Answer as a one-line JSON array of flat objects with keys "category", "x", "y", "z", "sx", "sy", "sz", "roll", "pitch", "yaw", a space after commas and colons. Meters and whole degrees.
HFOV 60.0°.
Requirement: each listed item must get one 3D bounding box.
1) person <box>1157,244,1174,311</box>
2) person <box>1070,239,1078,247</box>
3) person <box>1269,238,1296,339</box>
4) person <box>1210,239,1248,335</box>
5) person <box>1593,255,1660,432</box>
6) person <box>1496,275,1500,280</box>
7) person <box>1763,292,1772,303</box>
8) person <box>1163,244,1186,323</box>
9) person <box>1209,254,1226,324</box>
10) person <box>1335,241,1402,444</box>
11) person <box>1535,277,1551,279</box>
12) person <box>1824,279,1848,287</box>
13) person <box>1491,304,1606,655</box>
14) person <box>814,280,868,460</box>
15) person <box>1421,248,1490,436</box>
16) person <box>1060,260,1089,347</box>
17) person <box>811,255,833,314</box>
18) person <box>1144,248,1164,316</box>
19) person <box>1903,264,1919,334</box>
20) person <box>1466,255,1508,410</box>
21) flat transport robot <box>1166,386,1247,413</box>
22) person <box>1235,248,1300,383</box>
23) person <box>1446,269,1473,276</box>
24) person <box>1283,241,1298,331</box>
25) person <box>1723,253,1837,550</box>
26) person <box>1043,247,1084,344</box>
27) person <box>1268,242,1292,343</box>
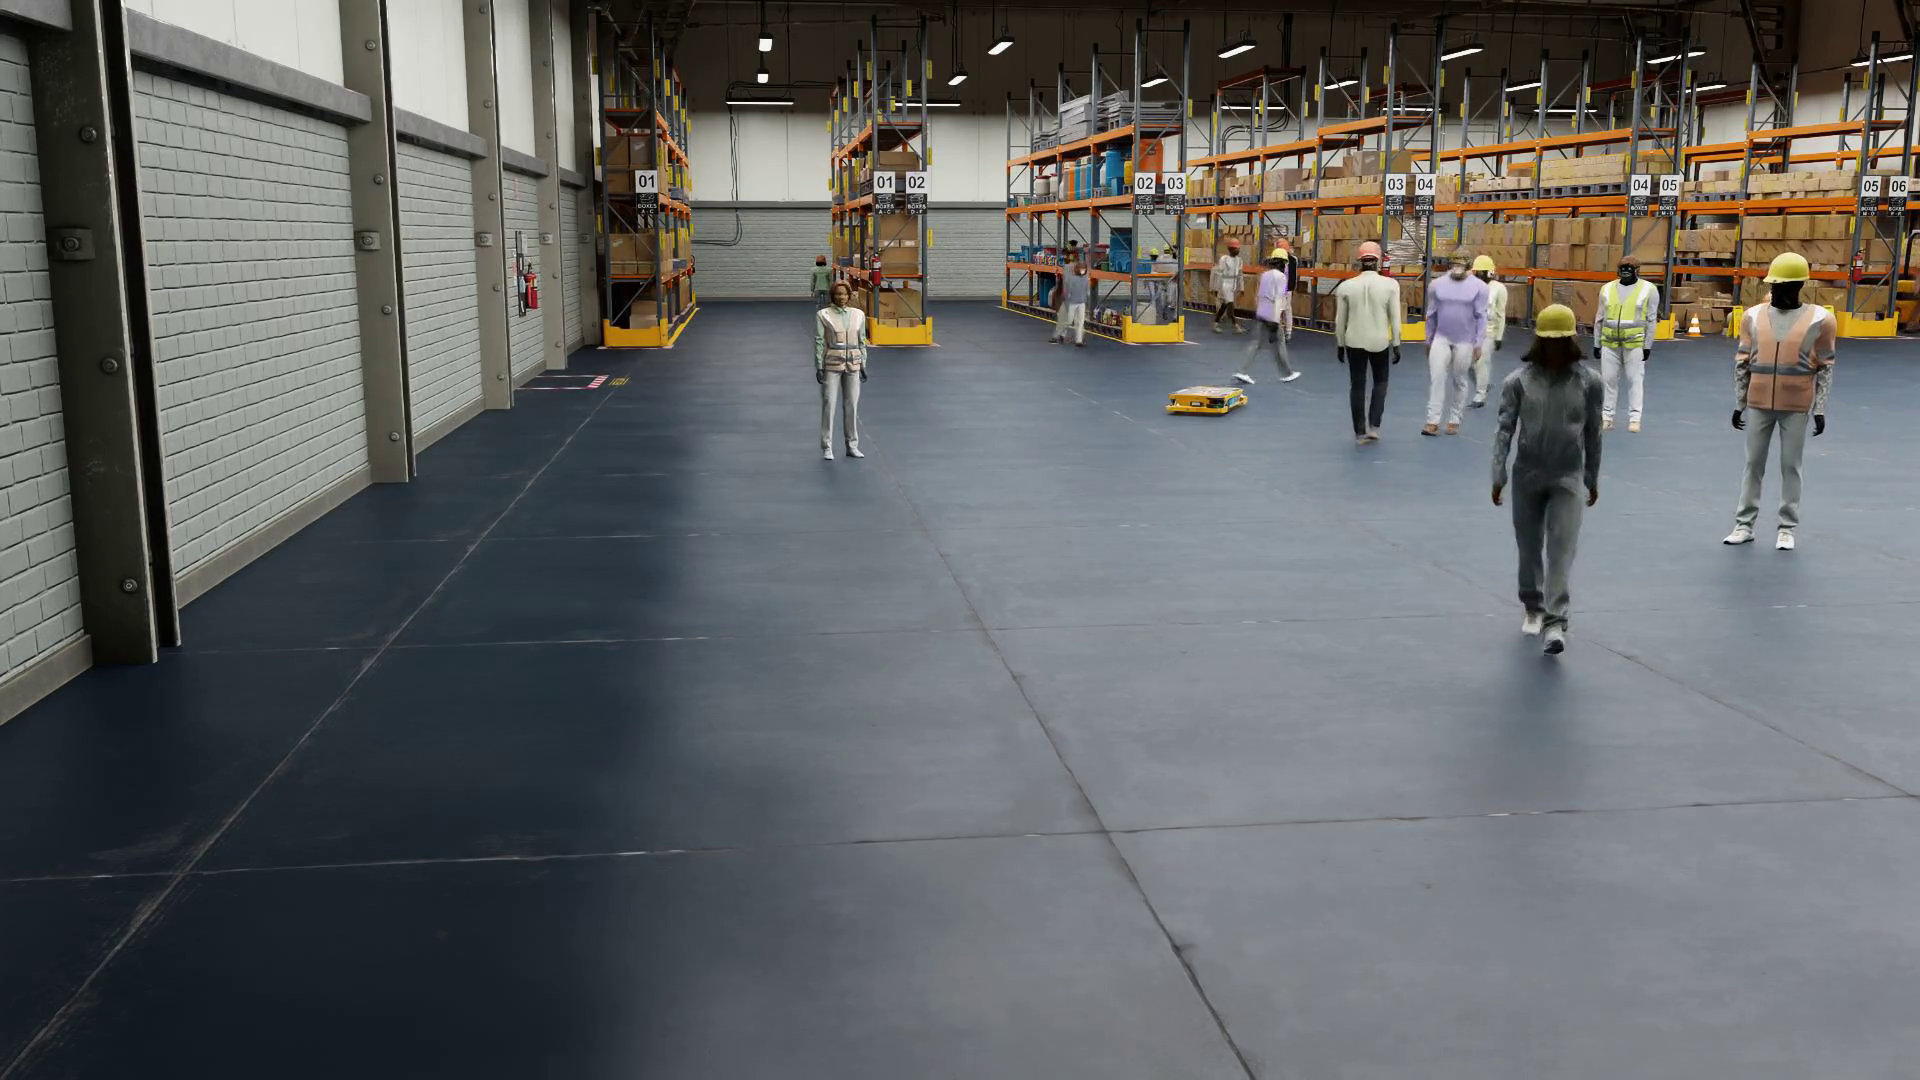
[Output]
[{"category": "person", "x": 5.639, "y": -7.137, "z": 45.296, "sx": 0.600, "sy": 1.827, "sz": 0.403, "roll": 0, "pitch": 10, "yaw": 2}, {"category": "person", "x": 3.151, "y": -7.499, "z": 46.940, "sx": 0.641, "sy": 1.951, "sz": 0.468, "roll": -2, "pitch": 10, "yaw": -10}, {"category": "person", "x": 6.400, "y": -4.998, "z": 33.132, "sx": 0.612, "sy": 1.990, "sz": 0.392, "roll": -4, "pitch": 11, "yaw": -19}, {"category": "person", "x": 5.631, "y": -5.291, "z": 34.779, "sx": 0.619, "sy": 1.982, "sz": 1.070, "roll": -8, "pitch": 13, "yaw": -38}, {"category": "person", "x": 6.925, "y": -2.044, "z": 17.372, "sx": 0.626, "sy": 1.837, "sz": 0.430, "roll": 8, "pitch": 13, "yaw": 38}, {"category": "person", "x": 15.318, "y": -7.642, "z": 47.925, "sx": 0.564, "sy": 1.889, "sz": 1.008, "roll": -4, "pitch": 11, "yaw": -21}, {"category": "person", "x": 9.663, "y": -2.392, "z": 19.702, "sx": 0.539, "sy": 1.684, "sz": 0.412, "roll": -5, "pitch": 12, "yaw": -27}, {"category": "person", "x": 5.080, "y": -6.074, "z": 39.412, "sx": 0.530, "sy": 1.852, "sz": 0.570, "roll": -3, "pitch": 11, "yaw": -17}, {"category": "person", "x": 6.075, "y": -5.864, "z": 38.873, "sx": 0.523, "sy": 1.613, "sz": 0.557, "roll": 0, "pitch": 10, "yaw": -1}, {"category": "person", "x": 4.027, "y": -1.939, "z": 16.394, "sx": 0.653, "sy": 1.973, "sz": 0.625, "roll": 4, "pitch": 11, "yaw": 20}, {"category": "person", "x": 14.228, "y": -6.354, "z": 40.714, "sx": 0.552, "sy": 1.935, "sz": 0.374, "roll": -1, "pitch": 10, "yaw": -4}, {"category": "person", "x": 19.796, "y": -5.727, "z": 37.409, "sx": 0.655, "sy": 1.887, "sz": 0.731, "roll": 2, "pitch": 10, "yaw": 10}, {"category": "person", "x": 2.883, "y": -0.303, "z": 8.192, "sx": 0.509, "sy": 1.689, "sz": 0.906, "roll": 4, "pitch": 11, "yaw": 19}, {"category": "person", "x": -1.088, "y": -1.553, "z": 15.215, "sx": 0.524, "sy": 1.637, "sz": 0.306, "roll": -5, "pitch": 12, "yaw": -28}, {"category": "person", "x": 4.989, "y": -1.983, "z": 16.837, "sx": 0.647, "sy": 1.901, "sz": 0.906, "roll": 5, "pitch": 12, "yaw": 27}, {"category": "person", "x": 2.109, "y": -4.372, "z": 30.769, "sx": 0.518, "sy": 1.603, "sz": 0.710, "roll": -6, "pitch": 12, "yaw": -31}, {"category": "person", "x": -3.067, "y": -5.515, "z": 36.946, "sx": 0.498, "sy": 1.633, "sz": 0.286, "roll": -1, "pitch": 10, "yaw": -4}, {"category": "person", "x": 5.000, "y": -6.676, "z": 43.059, "sx": 0.534, "sy": 1.737, "sz": 0.850, "roll": -4, "pitch": 11, "yaw": -21}, {"category": "person", "x": 20.165, "y": -5.191, "z": 34.607, "sx": 0.648, "sy": 1.850, "sz": 0.989, "roll": -7, "pitch": 13, "yaw": -35}, {"category": "person", "x": 6.158, "y": -2.436, "z": 19.573, "sx": 0.512, "sy": 1.818, "sz": 0.597, "roll": -8, "pitch": 13, "yaw": -38}, {"category": "flat transport robot", "x": 2.905, "y": -1.654, "z": 19.515, "sx": 0.652, "sy": 0.197, "sz": 1.431, "roll": 4, "pitch": 11, "yaw": 21}, {"category": "person", "x": 4.289, "y": -3.091, "z": 23.048, "sx": 1.016, "sy": 1.873, "sz": 0.633, "roll": -5, "pitch": 12, "yaw": -26}, {"category": "person", "x": 9.891, "y": -4.829, "z": 32.987, "sx": 0.540, "sy": 1.712, "sz": 0.867, "roll": 1, "pitch": 10, "yaw": 4}, {"category": "person", "x": 7.067, "y": -5.491, "z": 36.016, "sx": 0.625, "sy": 1.931, "sz": 0.374, "roll": -8, "pitch": 13, "yaw": -37}, {"category": "person", "x": 5.334, "y": -0.895, "z": 10.824, "sx": 0.589, "sy": 1.923, "sz": 0.383, "roll": 9, "pitch": 14, "yaw": 41}, {"category": "person", "x": 1.949, "y": -4.613, "z": 31.471, "sx": 0.922, "sy": 1.820, "sz": 0.562, "roll": -1, "pitch": 10, "yaw": -8}, {"category": "person", "x": 6.132, "y": -4.708, "z": 31.737, "sx": 0.399, "sy": 1.927, "sz": 0.543, "roll": 7, "pitch": 13, "yaw": 34}]
